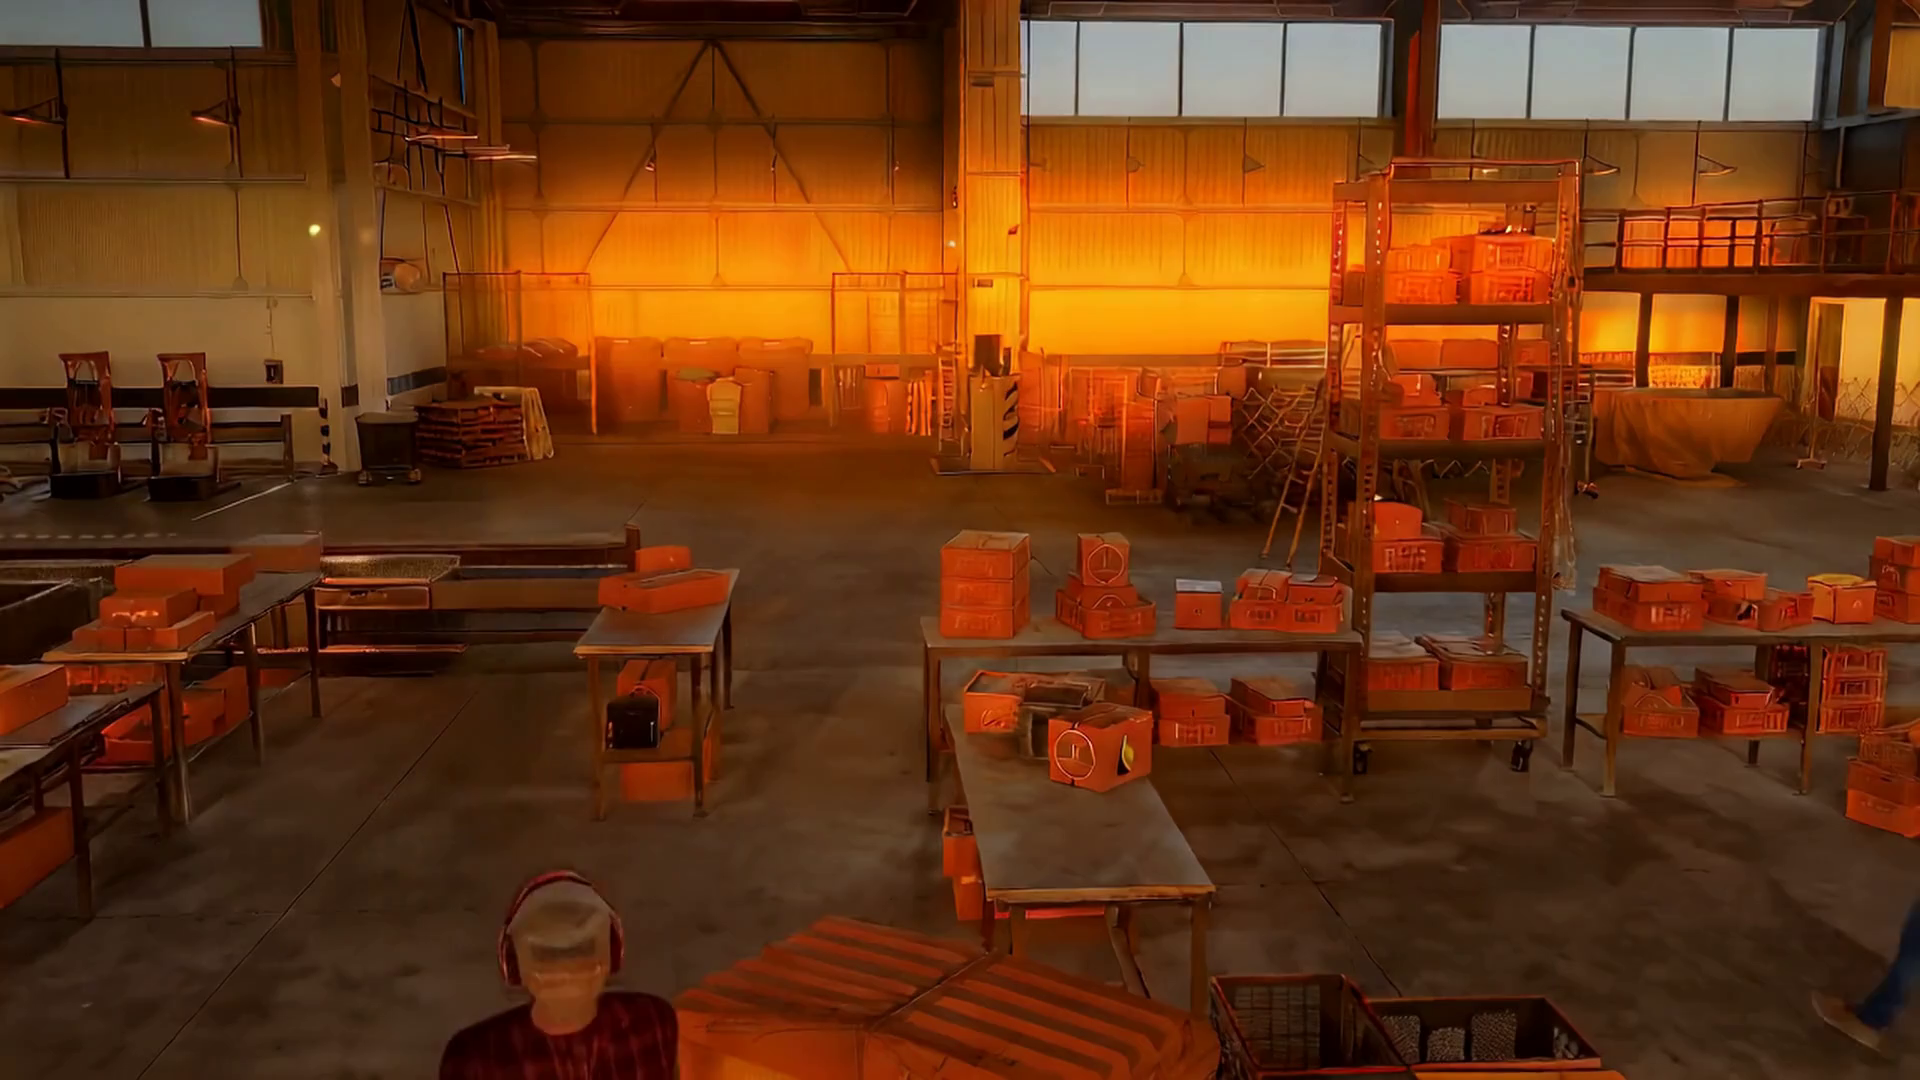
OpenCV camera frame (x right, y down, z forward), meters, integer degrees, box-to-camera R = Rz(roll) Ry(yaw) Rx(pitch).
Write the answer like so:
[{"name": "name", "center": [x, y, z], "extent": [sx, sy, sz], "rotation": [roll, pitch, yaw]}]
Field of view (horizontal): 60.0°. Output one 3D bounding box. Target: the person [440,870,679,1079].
[{"name": "person", "center": [-0.789, 1.583, 3.392], "extent": [0.504, 1.844, 0.729], "rotation": [-3, 10, -19]}]

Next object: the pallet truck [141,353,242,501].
[{"name": "pallet truck", "center": [-10.520, -1.604, 22.925], "extent": [0.823, 1.965, 1.885], "rotation": [-1, 9, -6]}]

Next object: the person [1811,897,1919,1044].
[{"name": "person", "center": [3.791, 1.186, 6.283], "extent": [0.538, 1.717, 0.931], "rotation": [-5, 10, -30]}]

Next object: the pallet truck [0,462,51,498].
[{"name": "pallet truck", "center": [-13.193, -1.293, 23.148], "extent": [0.653, 1.274, 1.630], "rotation": [-1, 9, -4]}]

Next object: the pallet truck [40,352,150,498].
[{"name": "pallet truck", "center": [-11.907, -1.642, 23.165], "extent": [0.823, 1.965, 1.885], "rotation": [0, 9, 0]}]
